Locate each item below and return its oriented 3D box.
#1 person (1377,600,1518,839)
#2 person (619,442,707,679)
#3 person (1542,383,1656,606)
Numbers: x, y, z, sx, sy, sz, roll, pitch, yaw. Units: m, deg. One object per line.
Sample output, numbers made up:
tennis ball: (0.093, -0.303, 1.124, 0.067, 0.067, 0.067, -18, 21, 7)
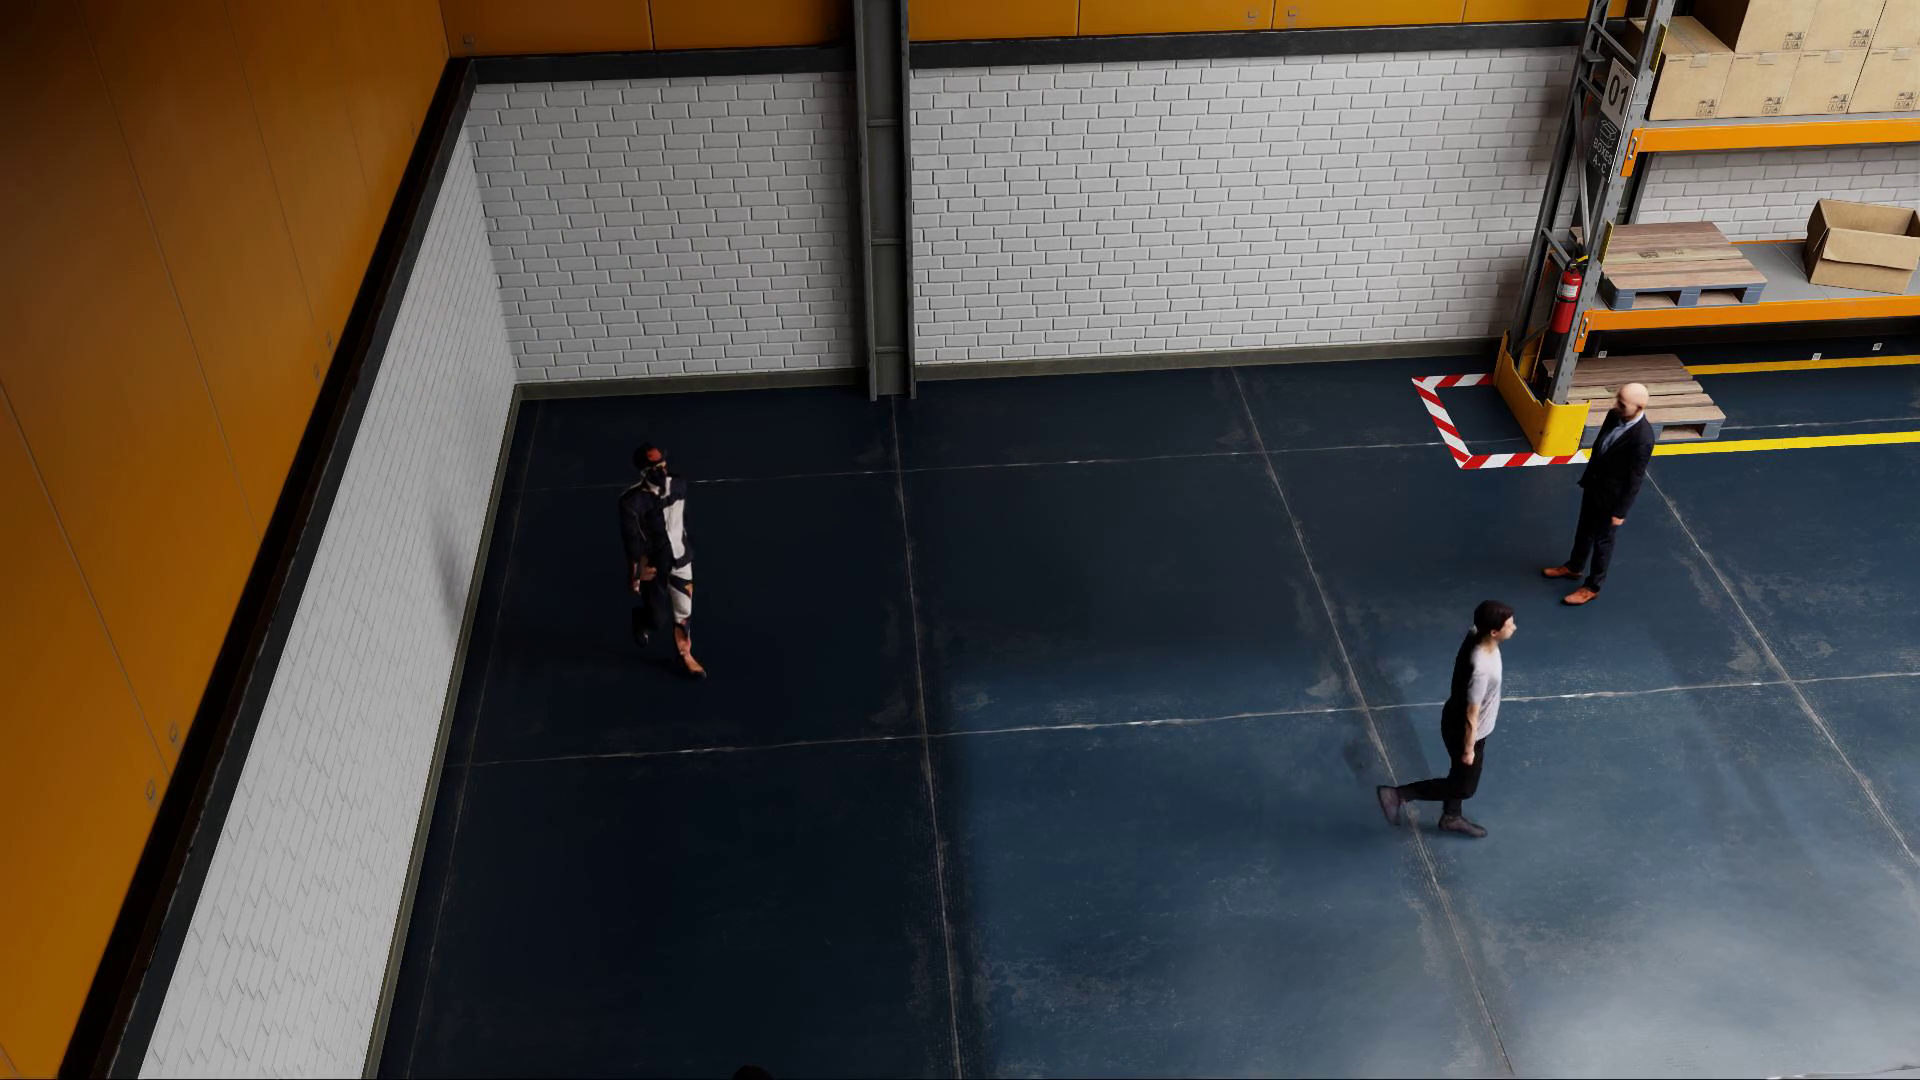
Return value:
person: (2.921, 1.090, 9.873, 1.058, 1.852, 0.903, 12, 40, 15)
person: (-2.025, 0.118, 11.066, 0.970, 1.881, 0.995, -27, 46, -30)
person: (4.569, -0.353, 11.723, 0.614, 1.797, 0.697, -8, 39, -9)
